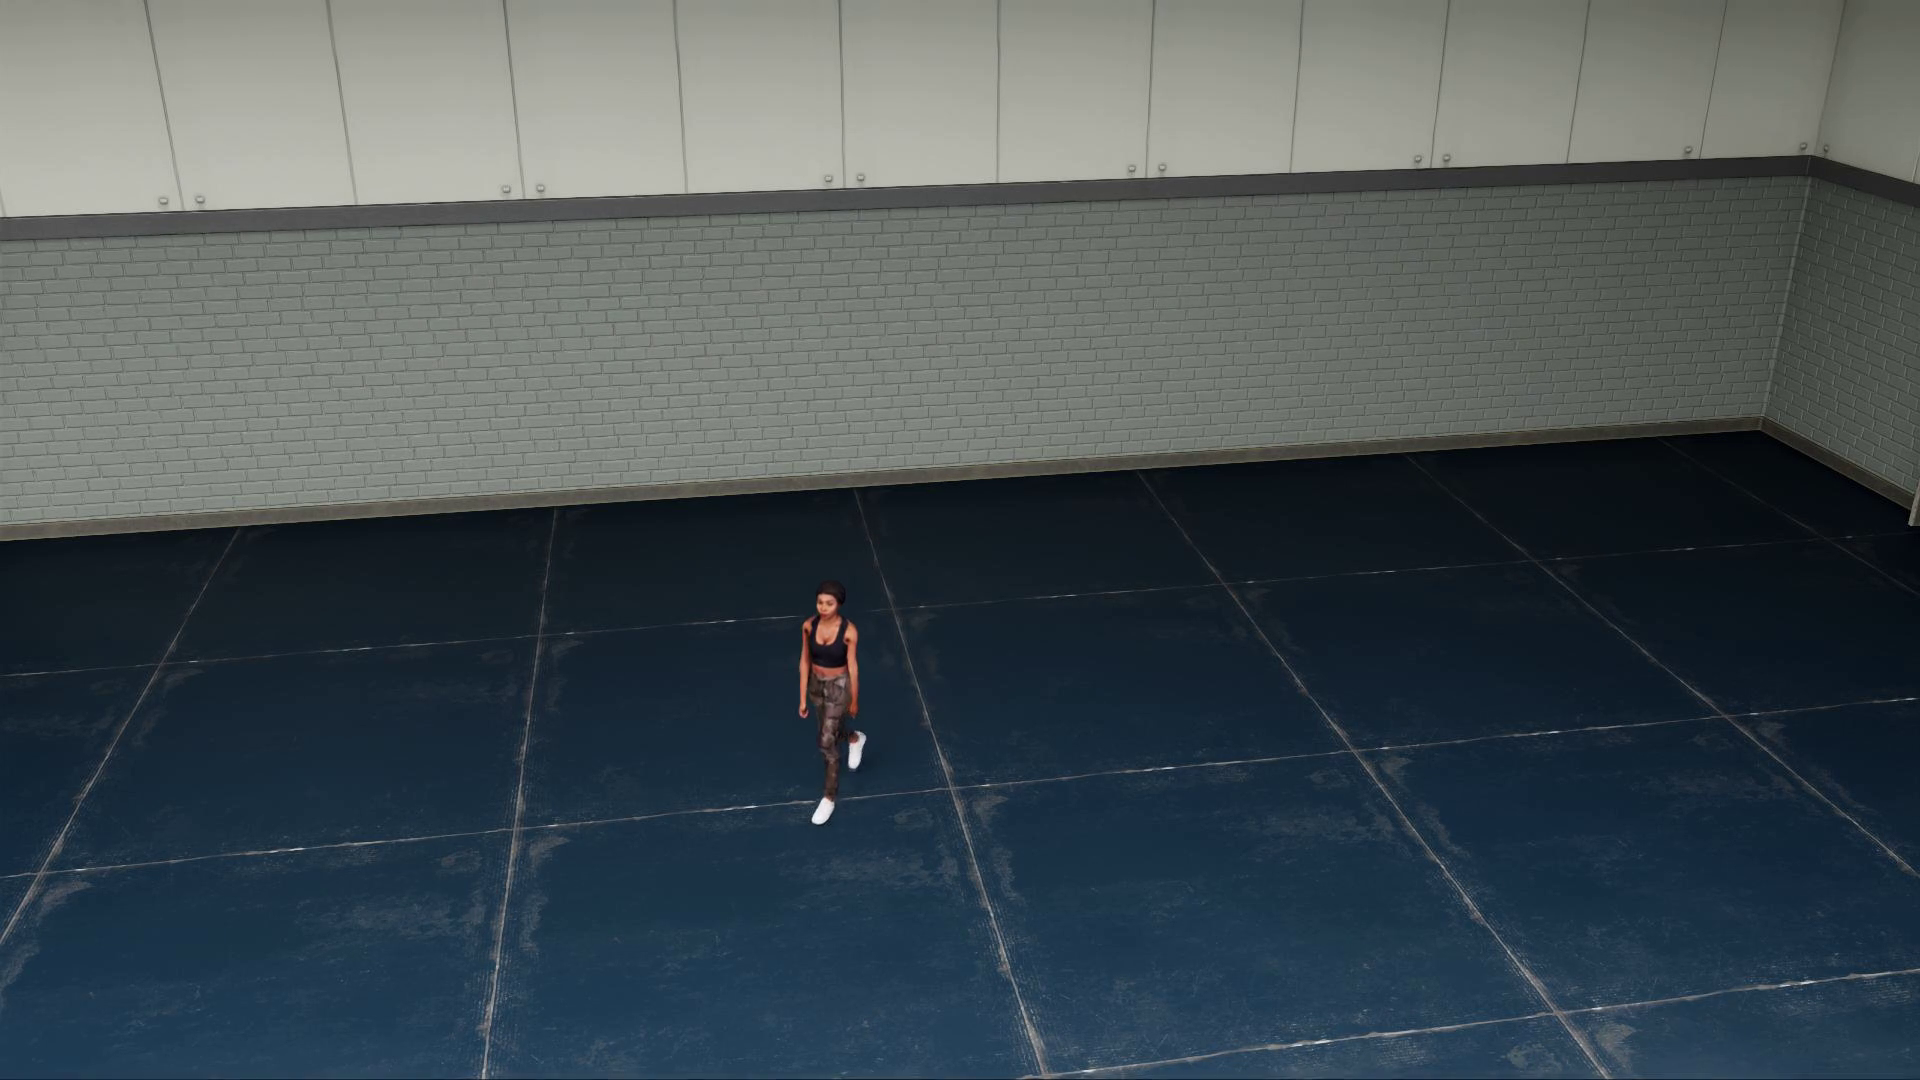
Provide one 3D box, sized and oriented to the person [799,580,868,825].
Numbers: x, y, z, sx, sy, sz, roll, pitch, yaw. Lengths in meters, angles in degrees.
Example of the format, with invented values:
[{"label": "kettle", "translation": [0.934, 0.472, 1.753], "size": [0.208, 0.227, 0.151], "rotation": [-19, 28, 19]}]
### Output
[{"label": "person", "translation": [-0.848, 1.017, 11.342], "size": [0.994, 1.666, 1.184], "rotation": [10, 25, 23]}]
